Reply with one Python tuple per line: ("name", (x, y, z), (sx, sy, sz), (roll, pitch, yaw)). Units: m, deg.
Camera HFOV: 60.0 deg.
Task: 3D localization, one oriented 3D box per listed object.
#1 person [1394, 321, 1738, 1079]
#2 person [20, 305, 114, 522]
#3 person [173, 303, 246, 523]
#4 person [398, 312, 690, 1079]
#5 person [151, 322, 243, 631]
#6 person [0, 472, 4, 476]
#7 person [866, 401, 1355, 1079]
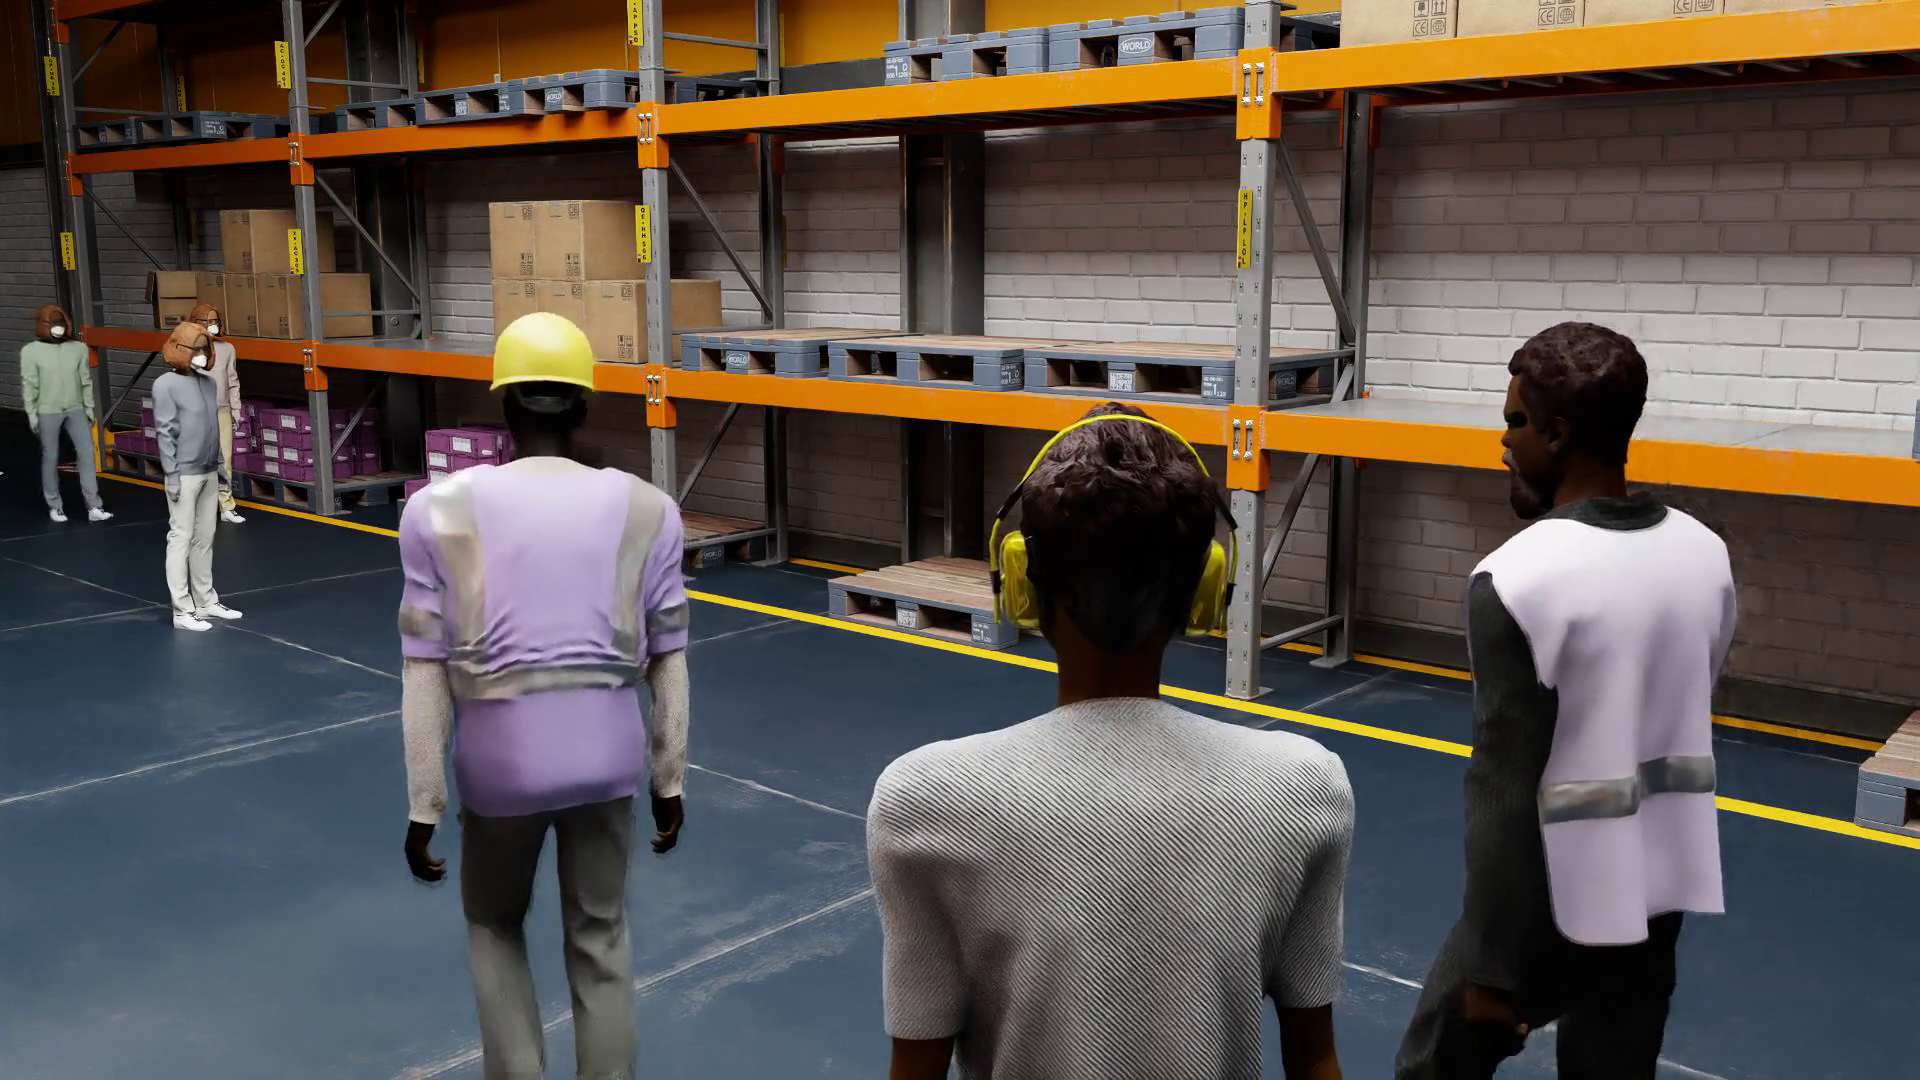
("person", (1.008, 0.592, 2.793), (0.608, 1.899, 0.502), (-6, 11, -29))
("person", (-6.544, -0.907, 12.179), (0.718, 1.605, 0.517), (8, 13, 40))
("person", (-5.476, -0.908, 12.137), (0.277, 1.629, 0.496), (7, 12, 34))
("person", (-0.860, 0.476, 3.504), (0.608, 1.885, 0.568), (-4, 11, -21))
("person", (-4.087, -0.343, 8.893), (0.278, 1.633, 0.498), (1, 10, 8))
("person", (-8.715, -1.472, 14.544), (0.403, 1.906, 0.651), (5, 11, 24))
("person", (0.151, 0.793, 1.757), (0.534, 1.868, 0.310), (-1, 10, -8))
